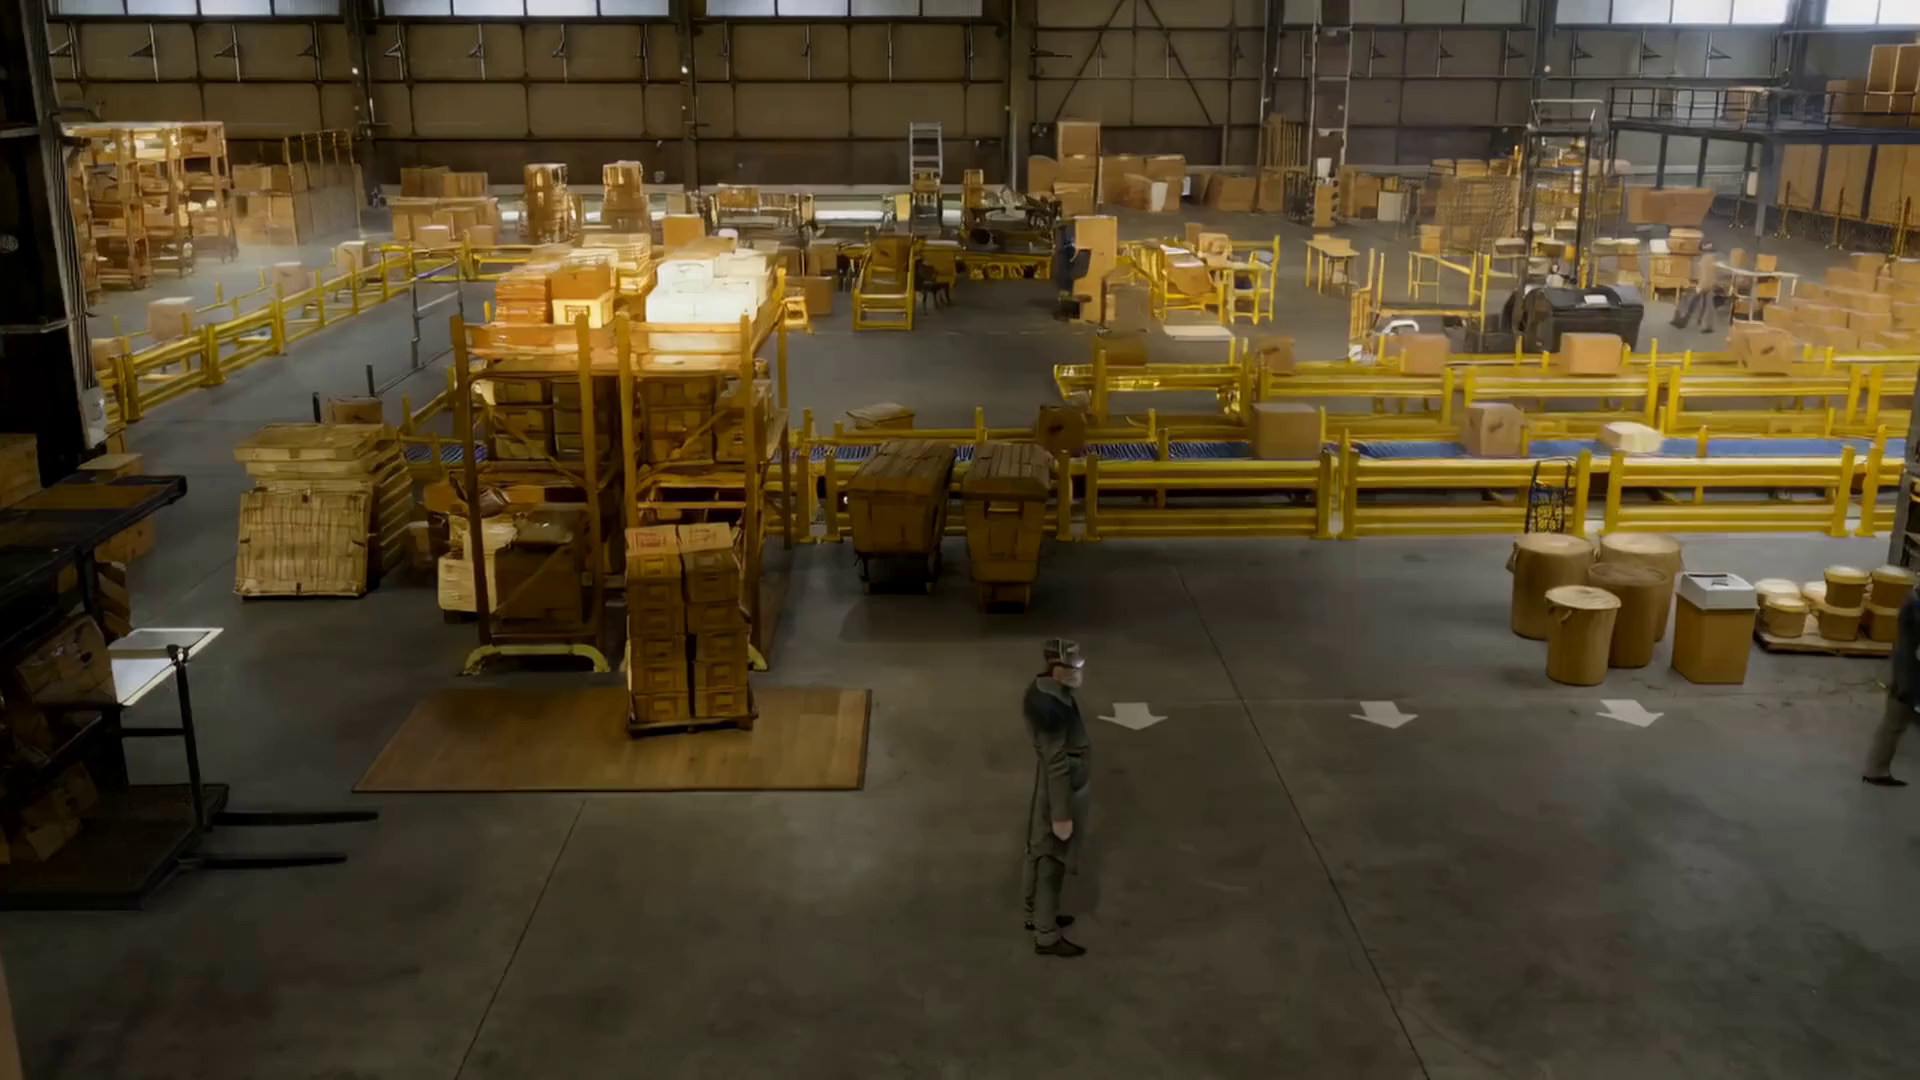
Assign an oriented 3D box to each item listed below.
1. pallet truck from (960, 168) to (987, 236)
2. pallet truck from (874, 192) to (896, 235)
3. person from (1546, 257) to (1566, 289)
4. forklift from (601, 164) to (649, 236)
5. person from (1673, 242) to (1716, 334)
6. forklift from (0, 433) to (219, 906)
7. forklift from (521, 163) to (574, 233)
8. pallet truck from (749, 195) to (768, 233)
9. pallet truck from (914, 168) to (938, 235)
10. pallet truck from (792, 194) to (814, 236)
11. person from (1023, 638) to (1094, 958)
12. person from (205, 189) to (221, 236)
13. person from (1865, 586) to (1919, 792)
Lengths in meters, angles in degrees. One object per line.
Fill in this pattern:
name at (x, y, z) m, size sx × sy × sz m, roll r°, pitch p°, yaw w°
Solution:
pallet truck at (0.383, -10.230, 50.206) m, size 0.823 × 1.965 × 1.885 m, roll -1°, pitch 16°, yaw -3°
pallet truck at (-2.277, -9.986, 50.594) m, size 0.653 × 1.274 × 1.630 m, roll 0°, pitch 16°, yaw -1°
person at (10.154, -3.907, 28.458) m, size 0.311 × 1.869 × 0.534 m, roll 13°, pitch 21°, yaw 38°
forklift at (-9.948, -10.127, 49.296) m, size 1.157 × 1.987 × 2.680 m, roll -1°, pitch 16°, yaw -3°
person at (14.232, -4.847, 31.977) m, size 0.528 × 1.725 × 0.867 m, roll -10°, pitch 19°, yaw -31°
forklift at (-5.952, 0.780, 10.366) m, size 1.873 × 2.768 × 1.129 m, roll 0°, pitch 16°, yaw -1°
forklift at (-12.233, -10.122, 49.298) m, size 1.157 × 1.987 × 2.680 m, roll 0°, pitch 16°, yaw -1°
pallet truck at (-6.051, -9.967, 50.660) m, size 0.680 × 1.201 × 1.601 m, roll 0°, pitch 16°, yaw -1°
pallet truck at (-0.989, -10.316, 50.507) m, size 0.823 × 1.965 × 1.885 m, roll 1°, pitch 16°, yaw 3°
pallet truck at (-4.814, -9.883, 50.259) m, size 0.704 × 1.261 × 1.522 m, roll -1°, pitch 16°, yaw -3°
person at (0.575, 1.474, 9.686) m, size 0.401 × 1.907 × 0.646 m, roll -2°, pitch 16°, yaw -5°
person at (-20.618, -8.882, 45.929) m, size 0.406 × 1.791 × 0.736 m, roll -14°, pitch 21°, yaw -41°
person at (6.862, 0.942, 11.706) m, size 0.764 × 1.803 × 0.616 m, roll 0°, pitch 16°, yaw 1°
